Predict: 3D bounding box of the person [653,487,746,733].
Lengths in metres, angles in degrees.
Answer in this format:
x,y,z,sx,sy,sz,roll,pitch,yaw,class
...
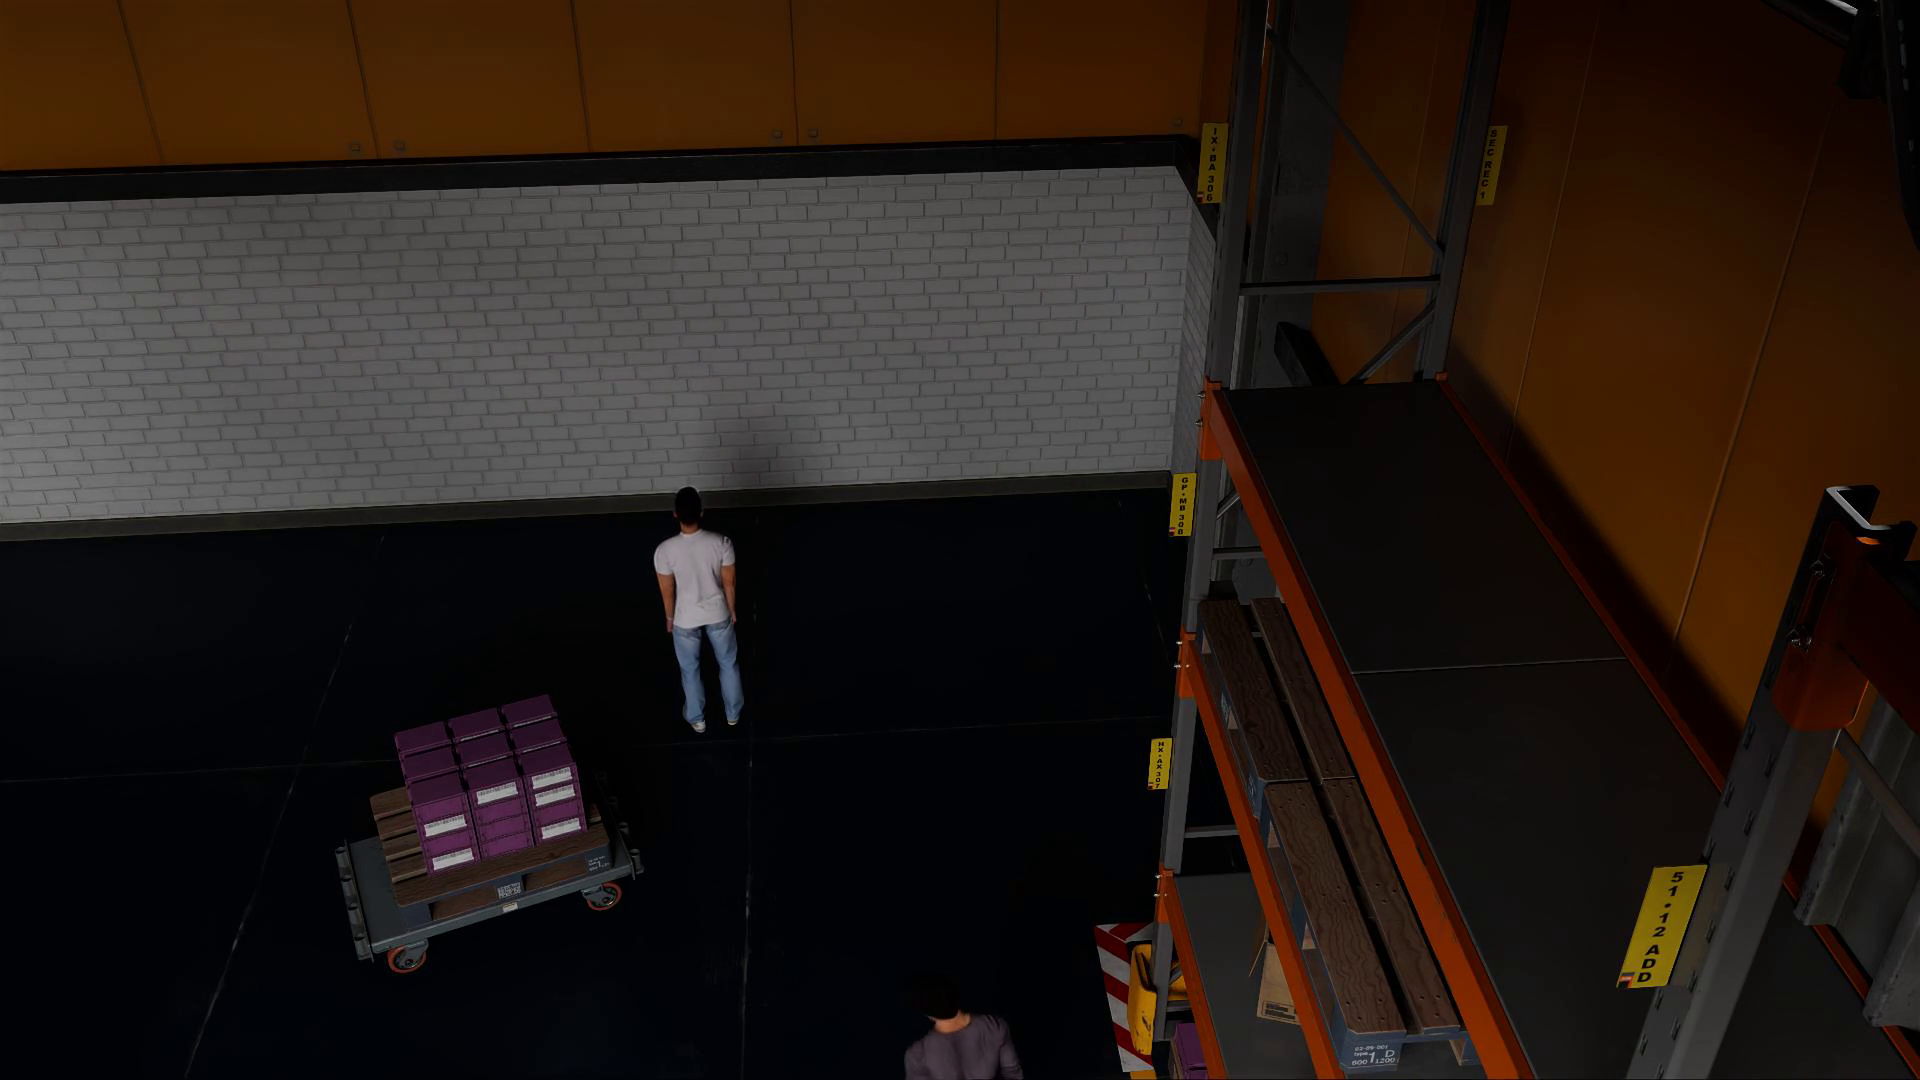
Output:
x,y,z,sx,sy,sz,roll,pitch,yaw,class
-1.706,0.470,10.964,0.710,1.866,0.624,-8,34,-12,person

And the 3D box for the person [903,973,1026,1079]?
x,y,z,sx,sy,sz,roll,pitch,yaw,class
0.074,2.699,7.662,0.916,1.808,0.743,-4,34,-5,person
